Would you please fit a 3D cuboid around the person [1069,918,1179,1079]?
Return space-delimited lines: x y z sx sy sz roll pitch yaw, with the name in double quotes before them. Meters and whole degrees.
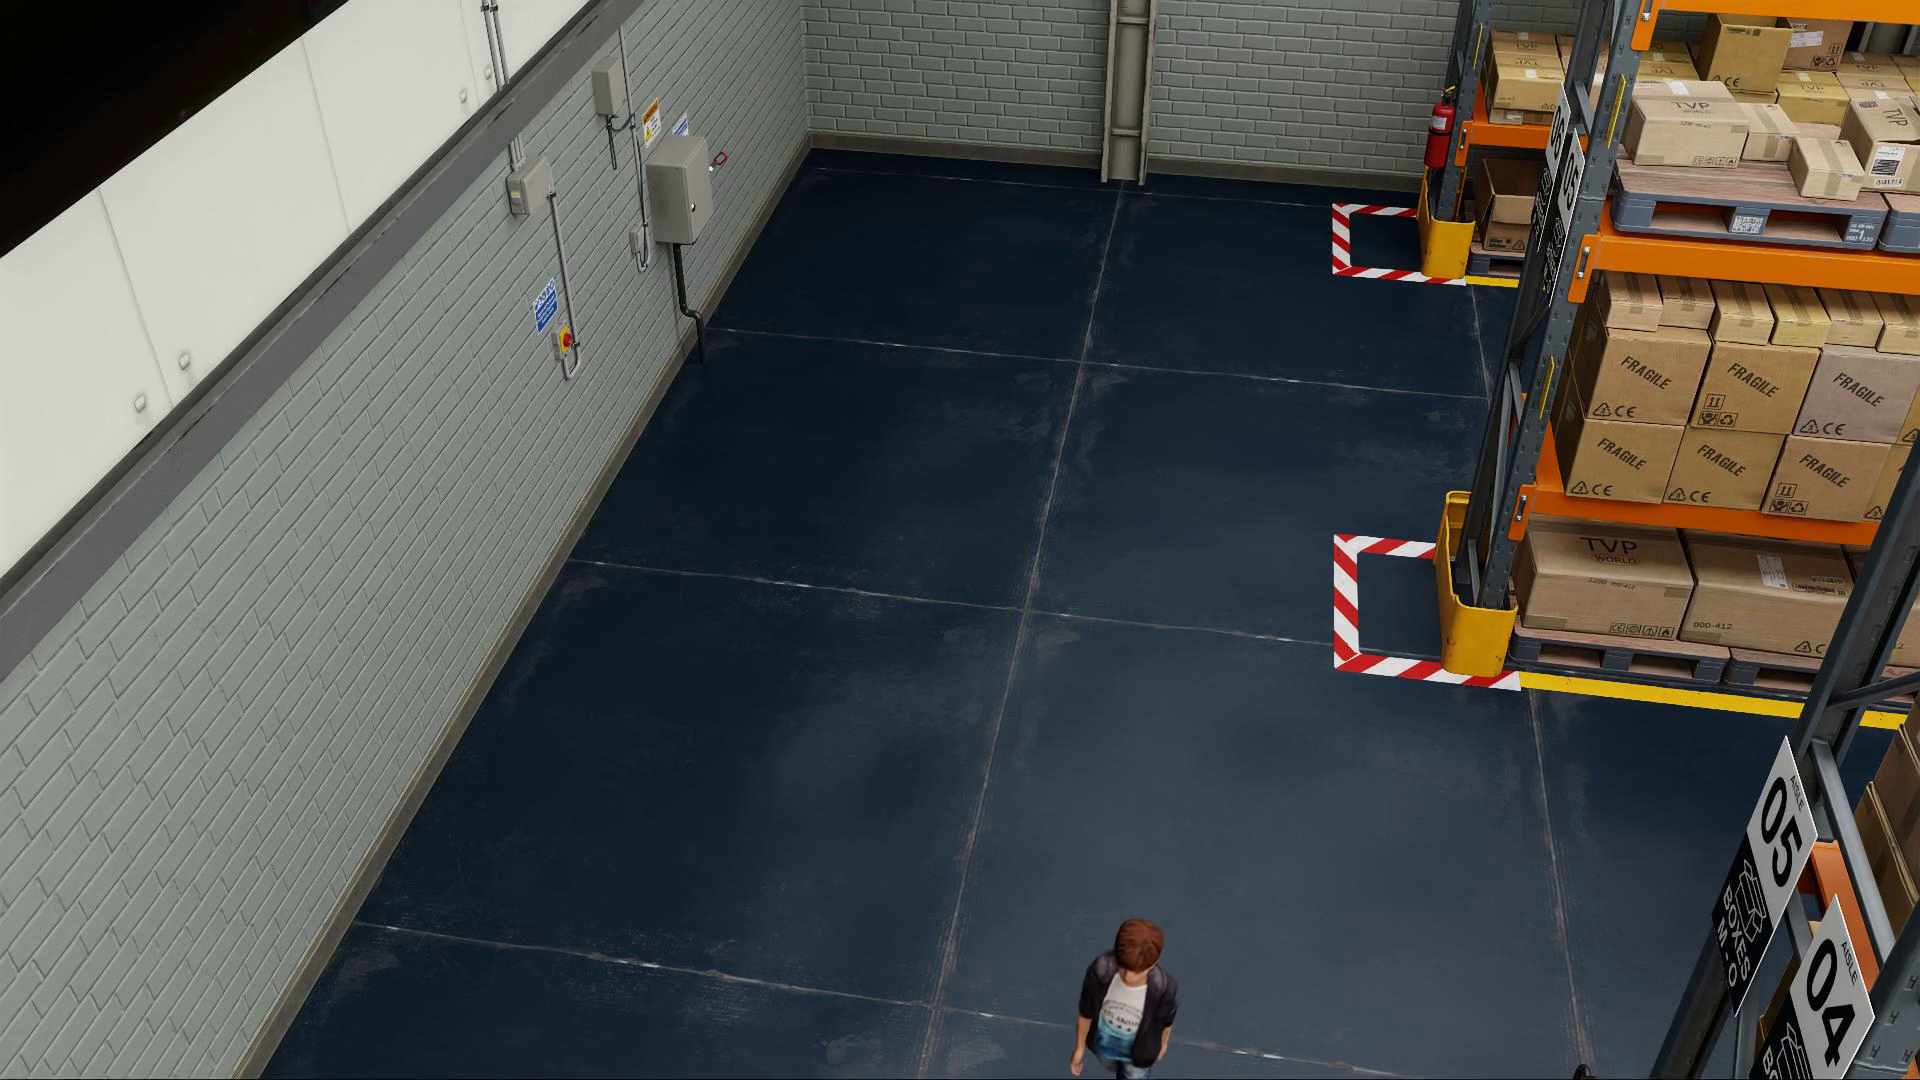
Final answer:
"person" 0.699 2.051 6.969 0.961 1.406 0.760 15 40 19
